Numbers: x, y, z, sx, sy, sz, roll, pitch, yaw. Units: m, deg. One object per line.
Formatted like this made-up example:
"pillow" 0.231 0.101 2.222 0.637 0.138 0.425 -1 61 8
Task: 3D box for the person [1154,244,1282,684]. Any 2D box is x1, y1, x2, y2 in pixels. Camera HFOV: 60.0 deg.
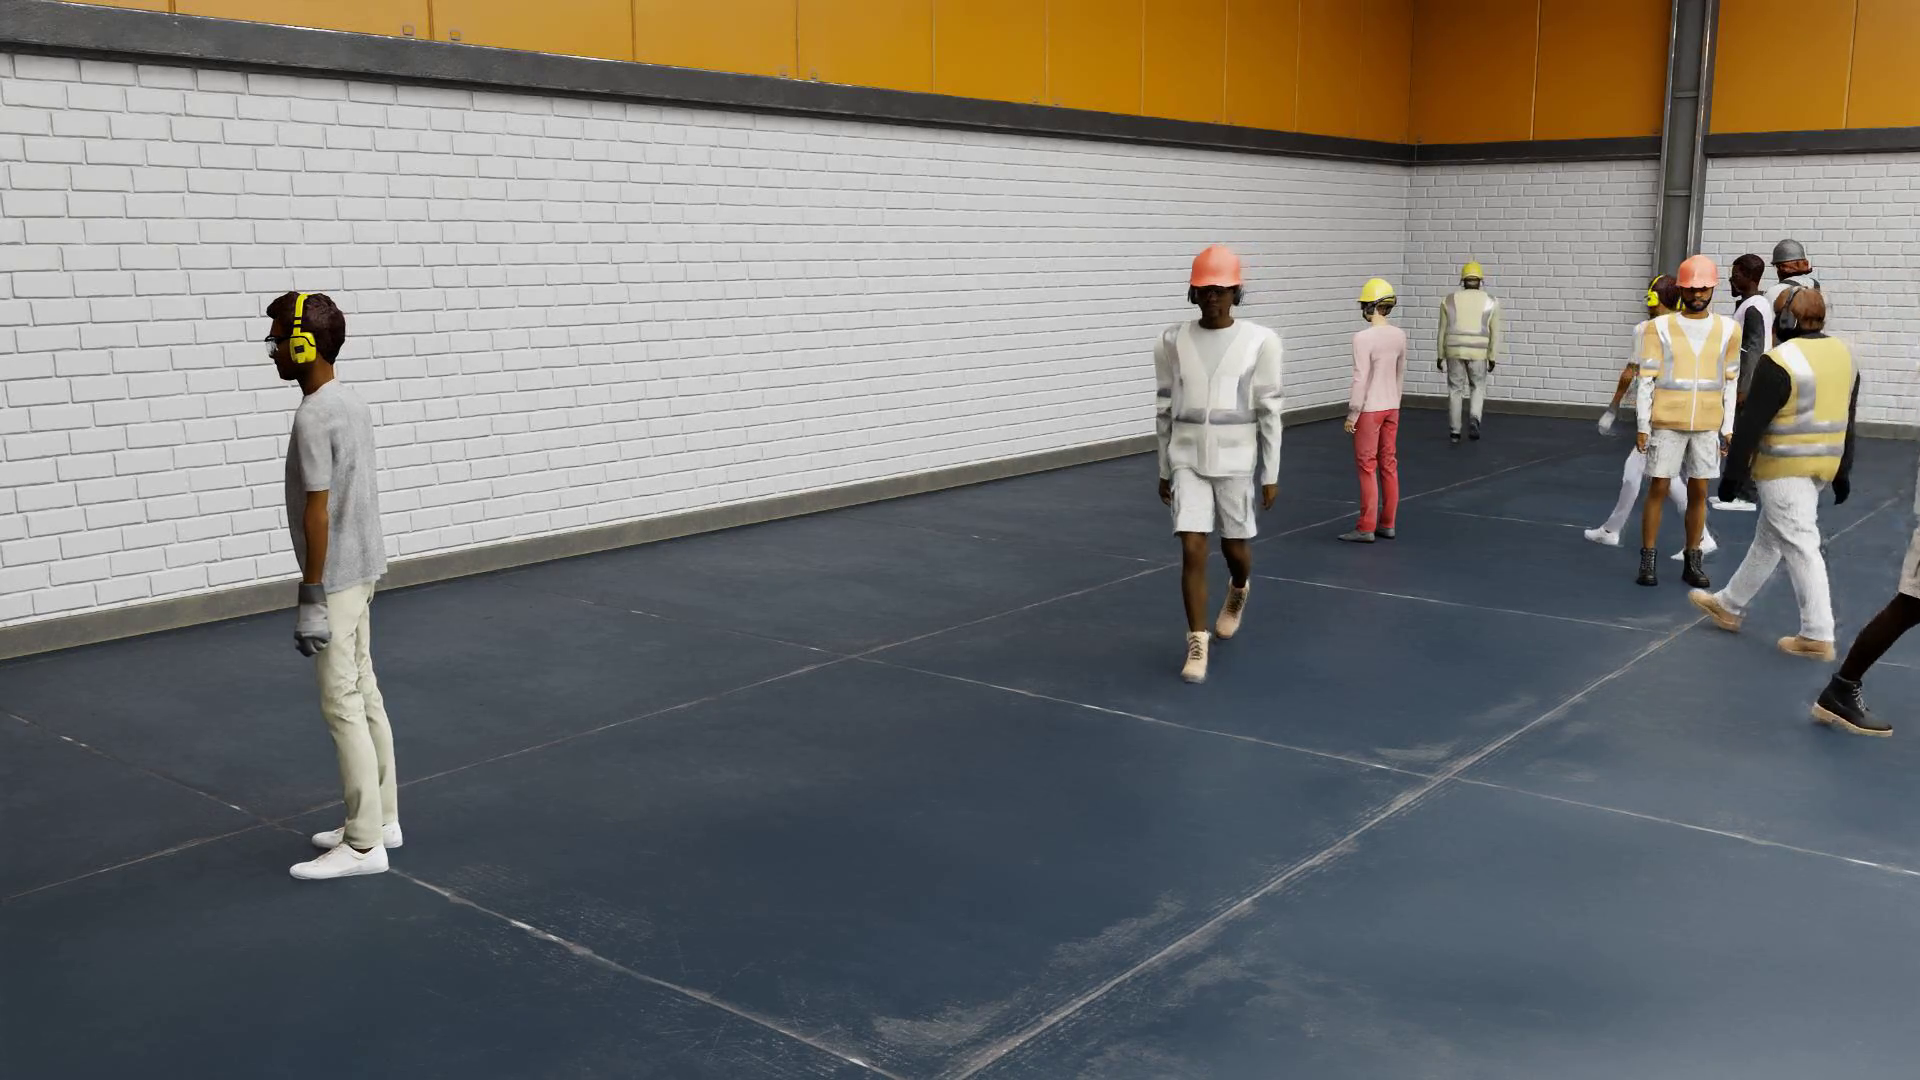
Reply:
"person" 1.221 -0.384 7.873 0.607 2.017 0.877 3 11 18

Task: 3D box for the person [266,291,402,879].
"person" -2.003 0.148 5.312 0.319 1.866 0.511 -1 10 -7

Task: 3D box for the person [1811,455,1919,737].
"person" 3.986 -0.105 6.589 1.022 1.918 0.608 9 14 42

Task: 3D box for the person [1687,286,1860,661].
"person" 4.032 -0.352 8.254 0.657 1.791 0.941 -6 12 -28

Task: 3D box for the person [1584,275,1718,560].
"person" 4.522 -0.797 10.711 0.534 1.812 1.011 -7 12 -32

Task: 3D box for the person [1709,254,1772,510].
"person" 5.913 -1.178 12.499 0.373 1.916 0.596 4 11 21

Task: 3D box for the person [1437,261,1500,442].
"person" 5.076 -1.874 16.645 0.599 1.818 0.418 3 11 17

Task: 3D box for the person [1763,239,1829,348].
"person" 6.761 -1.461 13.724 0.675 2.000 0.537 -6 12 -29

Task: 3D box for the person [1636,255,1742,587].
"person" 4.239 -0.682 9.694 0.552 1.935 0.366 2 10 11

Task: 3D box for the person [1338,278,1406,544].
"person" 2.767 -0.860 11.160 0.533 1.768 0.311 -8 13 -39
